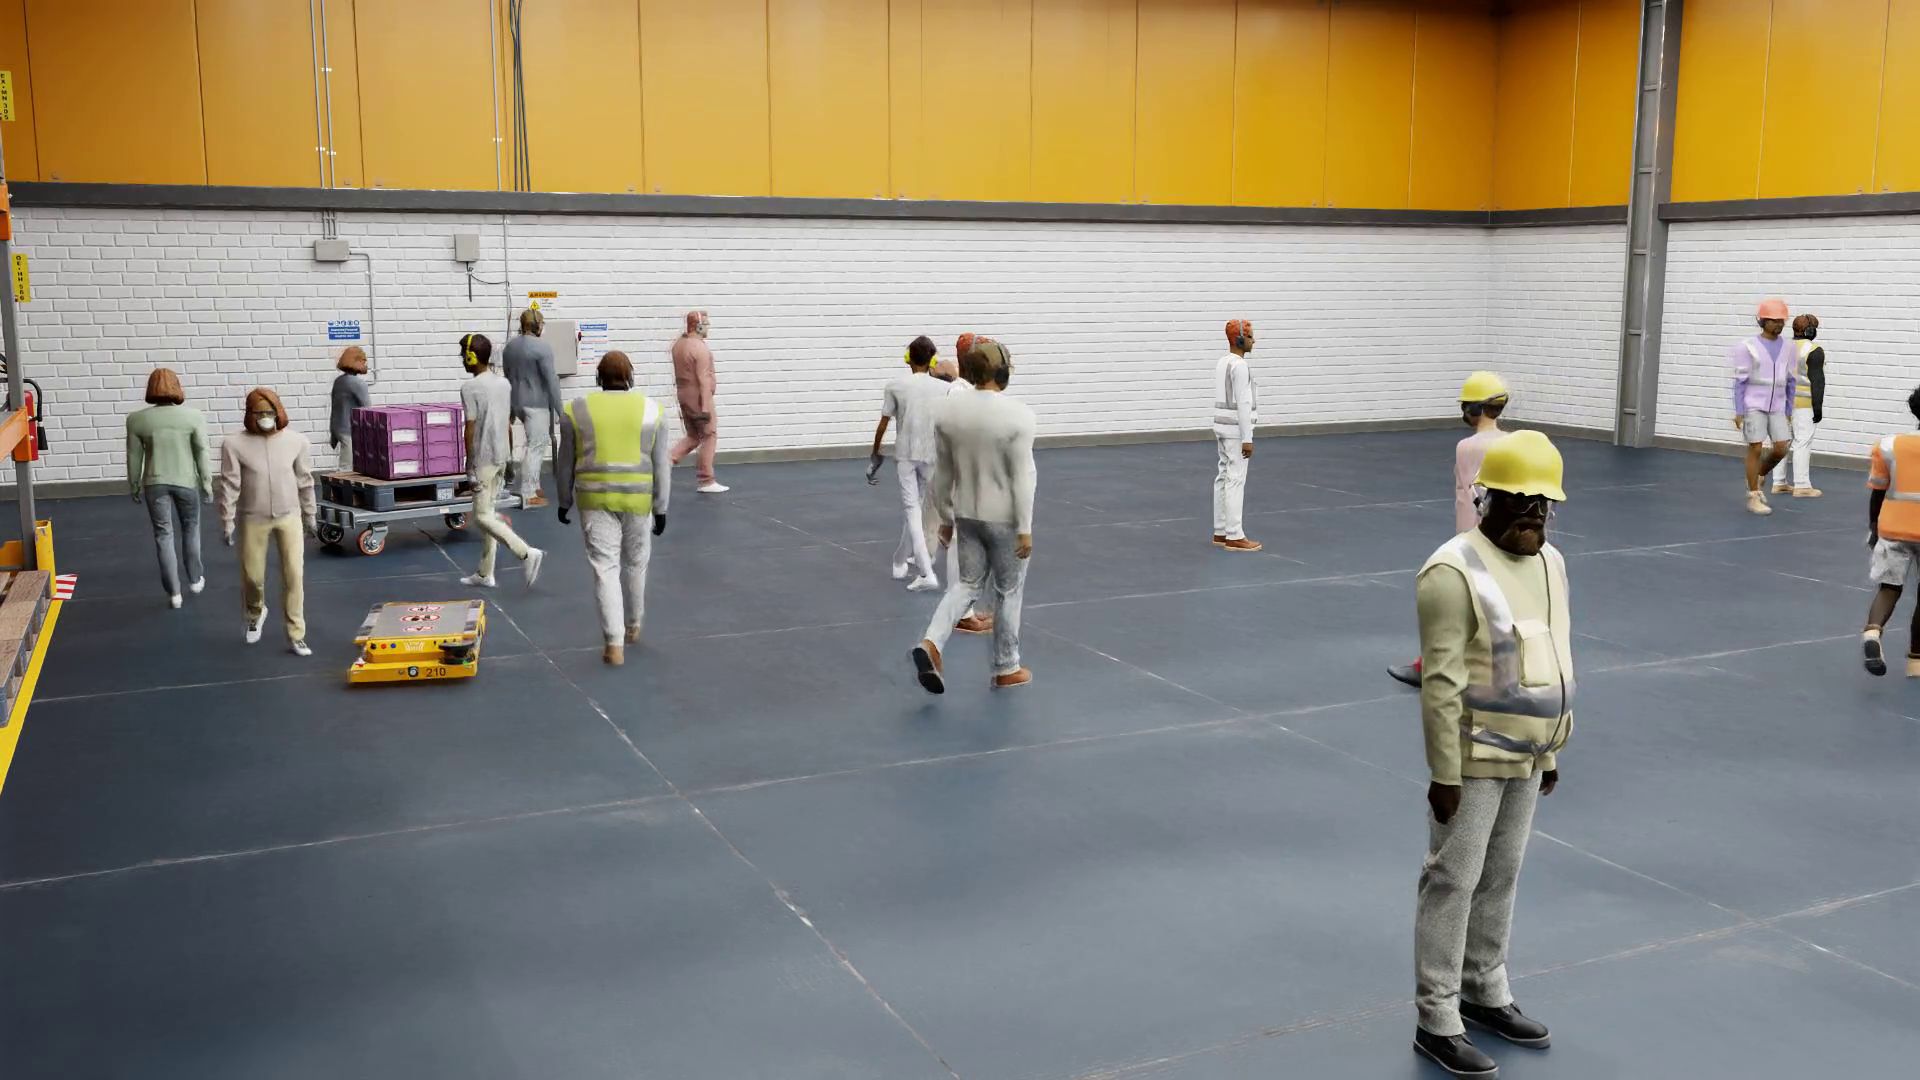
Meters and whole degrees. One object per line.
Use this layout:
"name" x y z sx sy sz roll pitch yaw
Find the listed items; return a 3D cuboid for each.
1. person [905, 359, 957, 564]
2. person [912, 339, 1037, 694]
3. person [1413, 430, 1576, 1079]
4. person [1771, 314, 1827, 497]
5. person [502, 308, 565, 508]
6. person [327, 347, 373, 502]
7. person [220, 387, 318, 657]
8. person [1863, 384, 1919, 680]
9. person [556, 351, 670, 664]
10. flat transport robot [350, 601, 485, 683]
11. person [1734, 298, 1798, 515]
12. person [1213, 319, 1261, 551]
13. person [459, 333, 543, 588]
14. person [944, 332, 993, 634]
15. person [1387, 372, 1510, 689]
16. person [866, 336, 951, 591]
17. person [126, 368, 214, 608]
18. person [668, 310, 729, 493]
"person" -0.018 -0.593 12.819 0.752 1.610 0.551 2 9 10
"person" 0.098 -0.102 8.815 0.633 1.918 0.779 7 12 38
"person" 1.532 0.595 4.746 0.591 1.829 0.404 -8 12 -40
"person" 8.500 -1.360 16.839 0.429 1.844 0.625 -3 10 -17
"person" -4.080 -1.268 16.047 0.643 1.919 0.623 8 12 42
"person" -5.394 -0.931 14.938 0.826 1.590 0.513 -9 13 -43
"person" -4.123 -0.125 9.904 0.543 1.604 0.605 -6 11 -31
"person" 5.216 -0.027 9.100 0.532 1.681 0.609 9 13 43
"person" -2.064 -0.218 9.885 0.642 1.789 0.947 -3 10 -17
"flat transport robot" -3.152 0.566 9.746 0.652 0.197 1.431 -2 9 -14
"person" 7.535 -1.254 15.601 0.614 2.025 0.476 0 9 -2
"person" 2.254 -0.853 13.569 0.355 1.882 0.575 -2 9 -11
"person" -3.293 -0.543 11.803 0.732 1.840 0.519 4 10 23
"person" 0.052 -0.358 10.485 0.355 1.887 0.574 0 9 0
"person" 2.686 -0.019 8.851 0.545 1.734 0.817 -7 11 -37
"person" -0.343 -0.555 11.992 0.612 1.809 0.951 -3 10 -17
"person" -5.415 -0.373 11.426 0.527 1.597 0.775 -4 10 -22
"person" -2.734 -1.403 16.966 0.643 1.884 0.654 -7 11 -37
